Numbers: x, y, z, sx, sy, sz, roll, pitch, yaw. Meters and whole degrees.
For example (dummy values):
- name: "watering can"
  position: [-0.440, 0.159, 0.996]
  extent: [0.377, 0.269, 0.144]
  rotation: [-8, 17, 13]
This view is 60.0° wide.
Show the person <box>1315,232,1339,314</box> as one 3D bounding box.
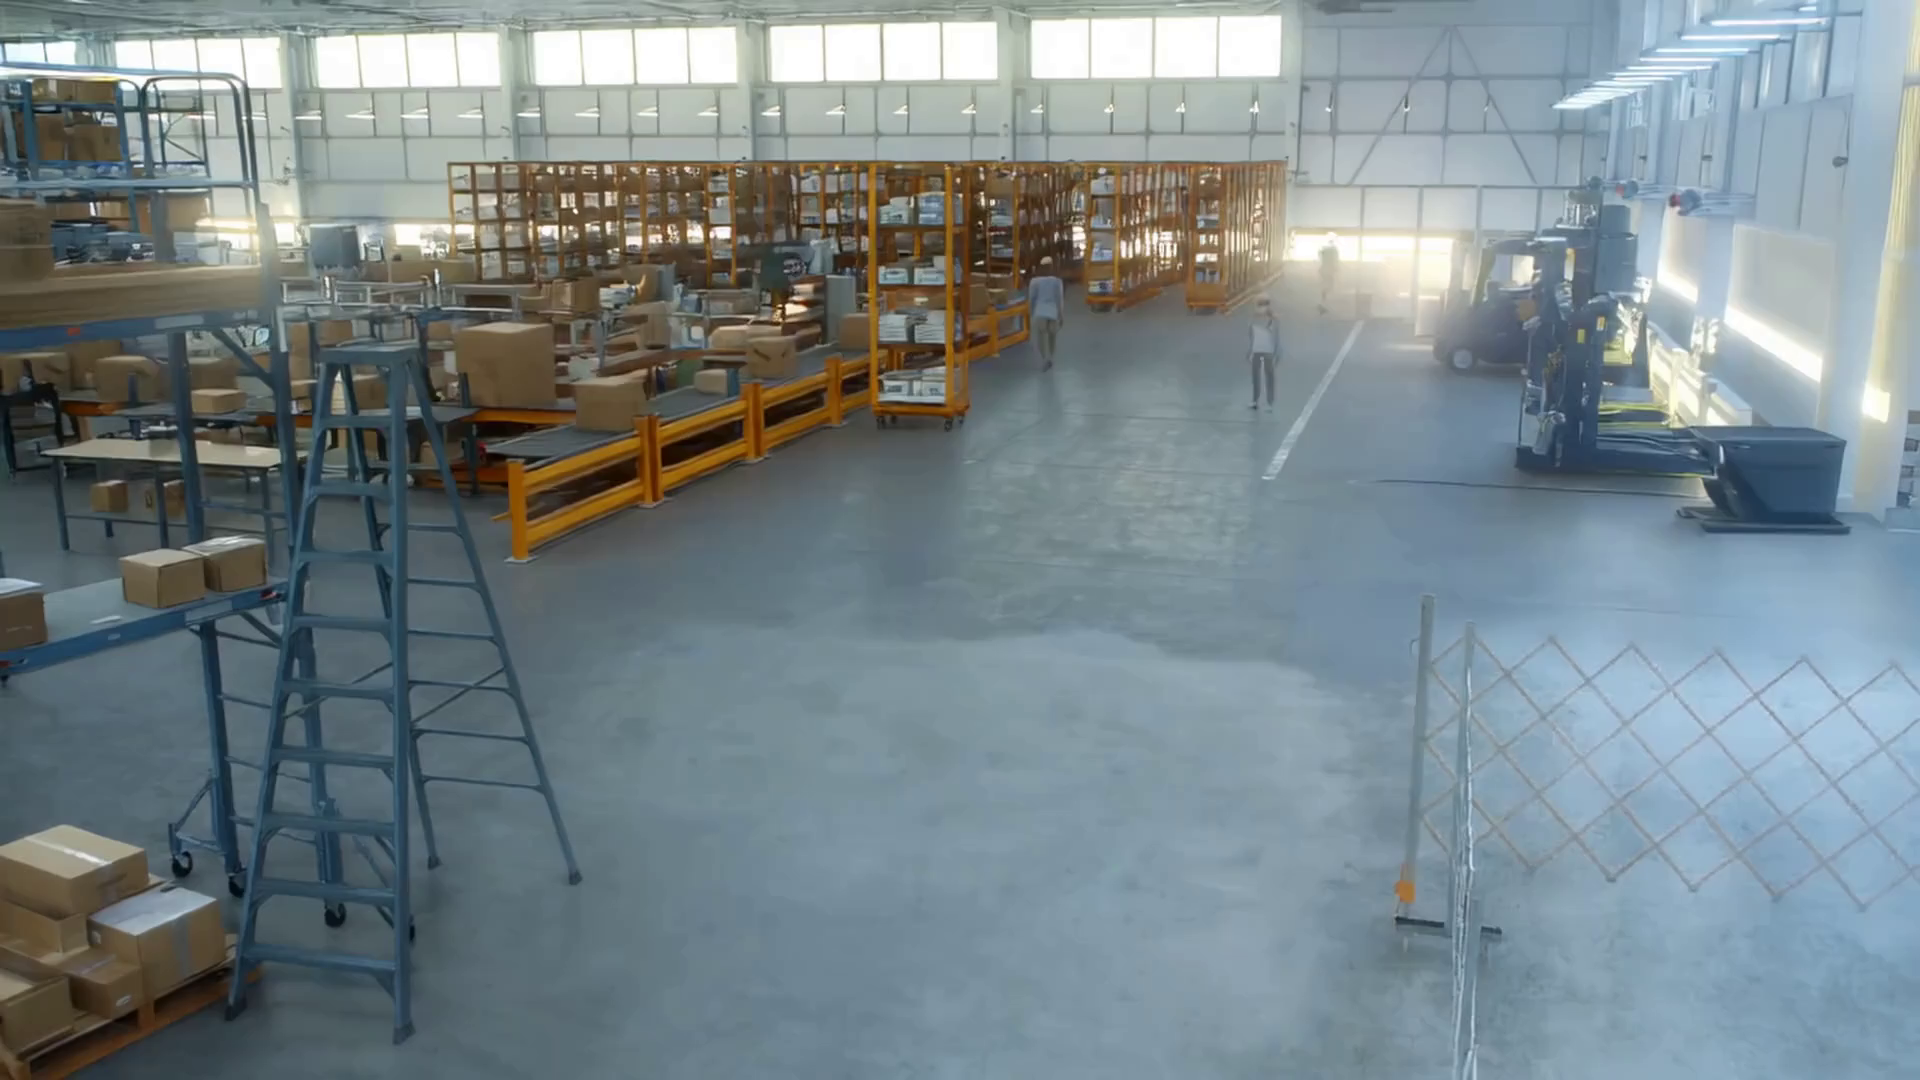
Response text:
- name: "person"
  position: [8.784, -6.391, 39.871]
  extent: [0.655, 1.968, 0.659]
  rotation: [-10, 17, -38]

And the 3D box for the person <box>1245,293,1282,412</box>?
- name: "person"
  position: [4.516, -2.782, 24.745]
  extent: [0.556, 1.757, 0.350]
  rotation: [9, 16, 34]

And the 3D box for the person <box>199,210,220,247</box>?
- name: "person"
  position: [-25.142, -10.055, 55.746]
  extent: [0.647, 1.936, 1.009]
  rotation: [-3, 13, -13]

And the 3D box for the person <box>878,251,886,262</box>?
- name: "person"
  position: [-2.211, -8.329, 48.591]
  extent: [0.647, 1.810, 0.607]
  rotation: [10, 16, 36]

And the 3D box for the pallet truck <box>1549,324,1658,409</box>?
- name: "pallet truck"
  position: [9.824, -2.669, 25.407]
  extent: [1.601, 1.201, 0.680]
  rotation: [4, 14, 16]

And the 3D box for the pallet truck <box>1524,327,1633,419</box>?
- name: "pallet truck"
  position: [9.065, -2.460, 24.370]
  extent: [1.522, 1.261, 0.704]
  rotation: [3, 13, 14]

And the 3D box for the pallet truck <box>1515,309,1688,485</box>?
- name: "pallet truck"
  position: [7.554, -1.677, 19.446]
  extent: [1.885, 1.965, 0.823]
  rotation: [3, 13, 14]

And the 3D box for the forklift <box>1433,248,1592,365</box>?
- name: "forklift"
  position: [9.780, -4.111, 29.280]
  extent: [2.680, 1.987, 1.157]
  rotation: [3, 13, 14]

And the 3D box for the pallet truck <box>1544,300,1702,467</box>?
- name: "pallet truck"
  position: [8.263, -1.952, 20.631]
  extent: [1.885, 1.965, 0.823]
  rotation: [5, 14, 20]

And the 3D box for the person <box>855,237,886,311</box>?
- name: "person"
  position: [-2.260, -6.535, 40.864]
  extent: [0.947, 1.805, 0.580]
  rotation: [2, 13, 10]

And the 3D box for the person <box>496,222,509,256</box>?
- name: "person"
  position: [-17.120, -11.545, 62.703]
  extent: [0.888, 1.710, 0.578]
  rotation: [0, 13, 0]

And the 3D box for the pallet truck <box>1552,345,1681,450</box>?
- name: "pallet truck"
  position: [8.641, -1.896, 21.908]
  extent: [1.630, 1.274, 0.653]
  rotation: [4, 14, 16]

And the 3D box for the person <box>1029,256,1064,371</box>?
- name: "person"
  position: [1.530, -3.993, 29.378]
  extent: [0.644, 2.028, 0.421]
  rotation: [2, 13, 8]

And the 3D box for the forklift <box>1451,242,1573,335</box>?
- name: "forklift"
  position: [10.464, -4.597, 31.405]
  extent: [2.680, 1.987, 1.157]
  rotation: [4, 14, 16]
